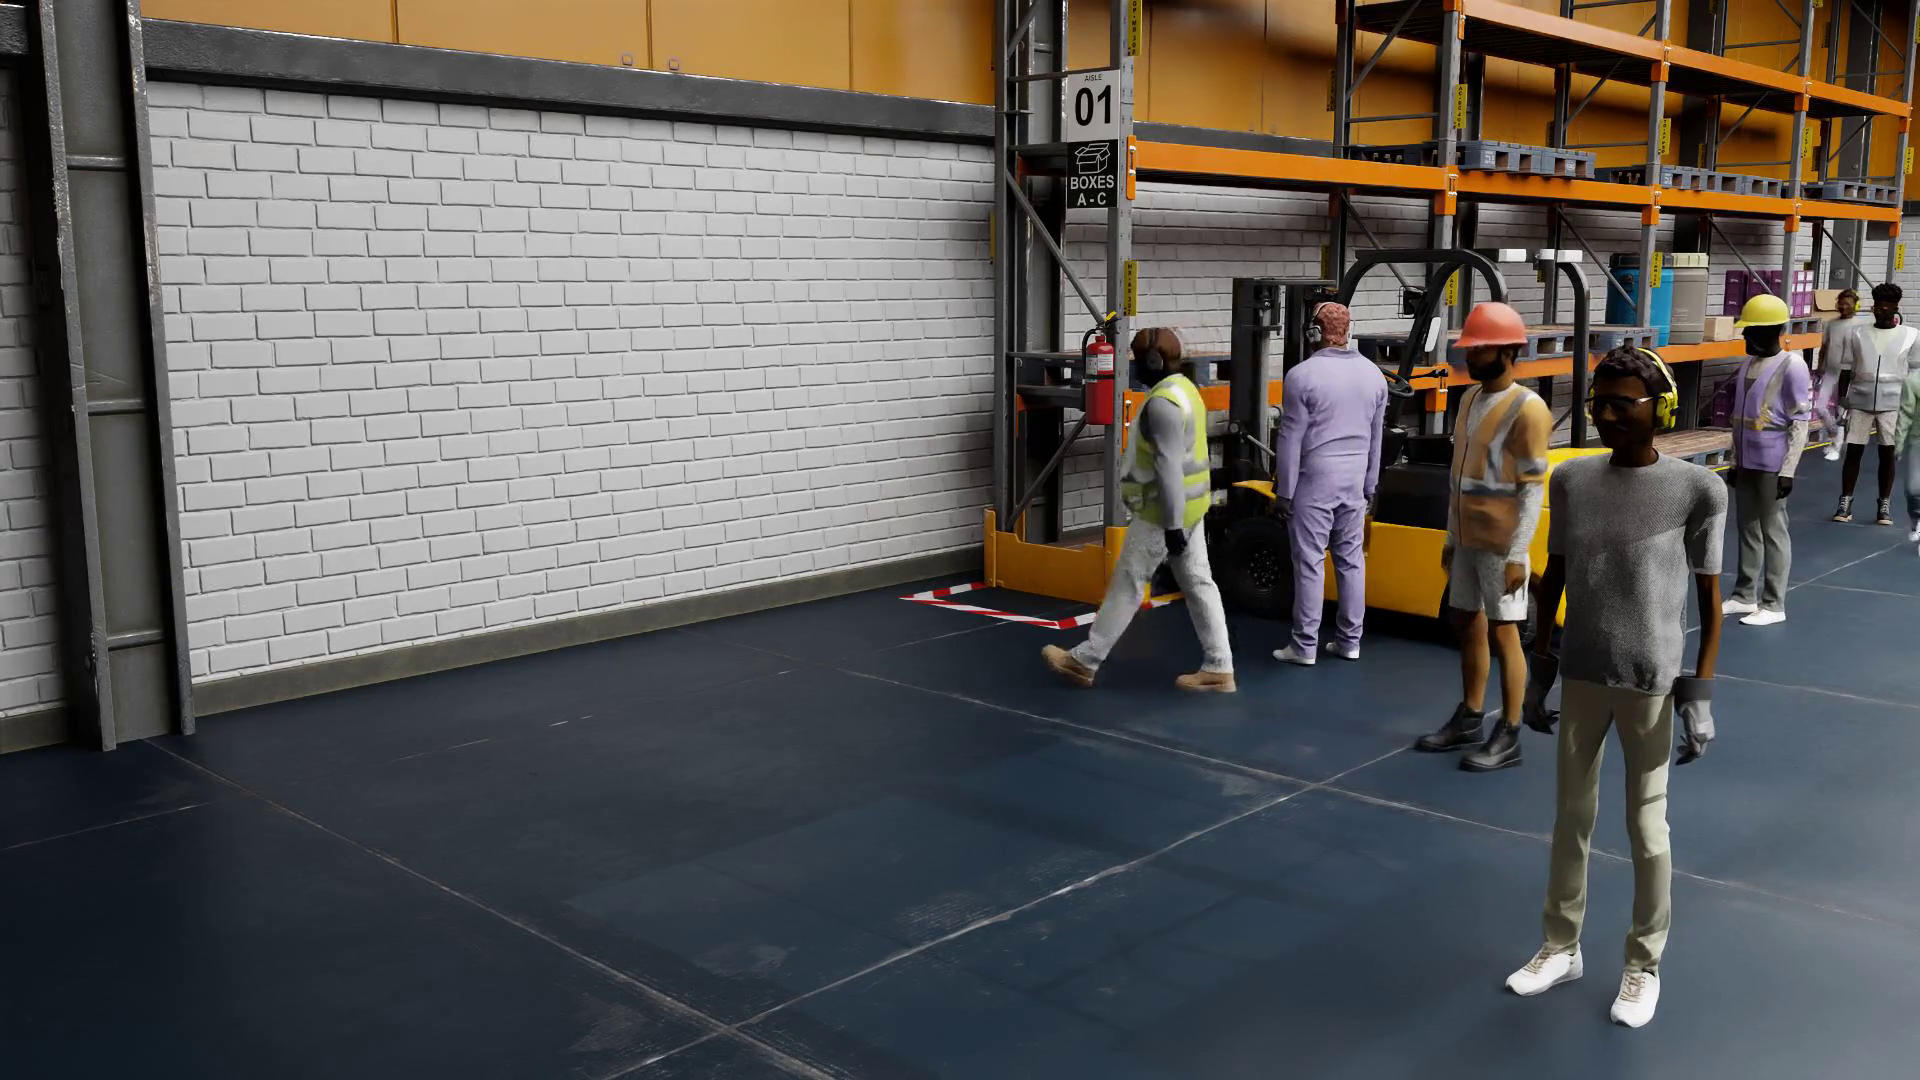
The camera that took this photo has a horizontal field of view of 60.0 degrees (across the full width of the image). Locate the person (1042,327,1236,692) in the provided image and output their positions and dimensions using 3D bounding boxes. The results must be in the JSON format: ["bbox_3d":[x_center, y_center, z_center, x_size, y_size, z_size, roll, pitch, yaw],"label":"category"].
[{"bbox_3d":[0.924,-0.139,8.149,0.966,1.784,0.641,3,10,20],"label":"person"}]

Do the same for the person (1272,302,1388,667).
[{"bbox_3d":[1.908,-0.289,8.725,0.646,1.900,0.403,-5,10,-28],"label":"person"}]

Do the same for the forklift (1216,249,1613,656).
[{"bbox_3d":[2.710,-0.584,9.626,2.313,2.155,1.214,9,13,43],"label":"forklift"}]

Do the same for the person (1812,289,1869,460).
[{"bbox_3d":[9.555,-1.792,18.052,0.434,1.856,0.560,-8,12,-41],"label":"person"}]

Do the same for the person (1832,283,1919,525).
[{"bbox_3d":[7.447,-1.101,13.514,0.600,1.959,0.376,6,11,31],"label":"person"}]

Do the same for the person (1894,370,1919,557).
[{"bbox_3d":[7.061,-0.690,12.053,0.503,1.613,0.536,6,11,30],"label":"person"}]

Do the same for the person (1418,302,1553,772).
[{"bbox_3d":[2.170,-0.010,6.893,0.375,1.935,0.549,-3,10,-16],"label":"person"}]

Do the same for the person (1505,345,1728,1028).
[{"bbox_3d":[1.814,0.398,4.596,0.532,1.869,0.310,9,13,43],"label":"person"}]

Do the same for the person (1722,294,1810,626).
[{"bbox_3d":[4.669,-0.461,9.699,0.383,1.923,0.590,-1,9,-7],"label":"person"}]
